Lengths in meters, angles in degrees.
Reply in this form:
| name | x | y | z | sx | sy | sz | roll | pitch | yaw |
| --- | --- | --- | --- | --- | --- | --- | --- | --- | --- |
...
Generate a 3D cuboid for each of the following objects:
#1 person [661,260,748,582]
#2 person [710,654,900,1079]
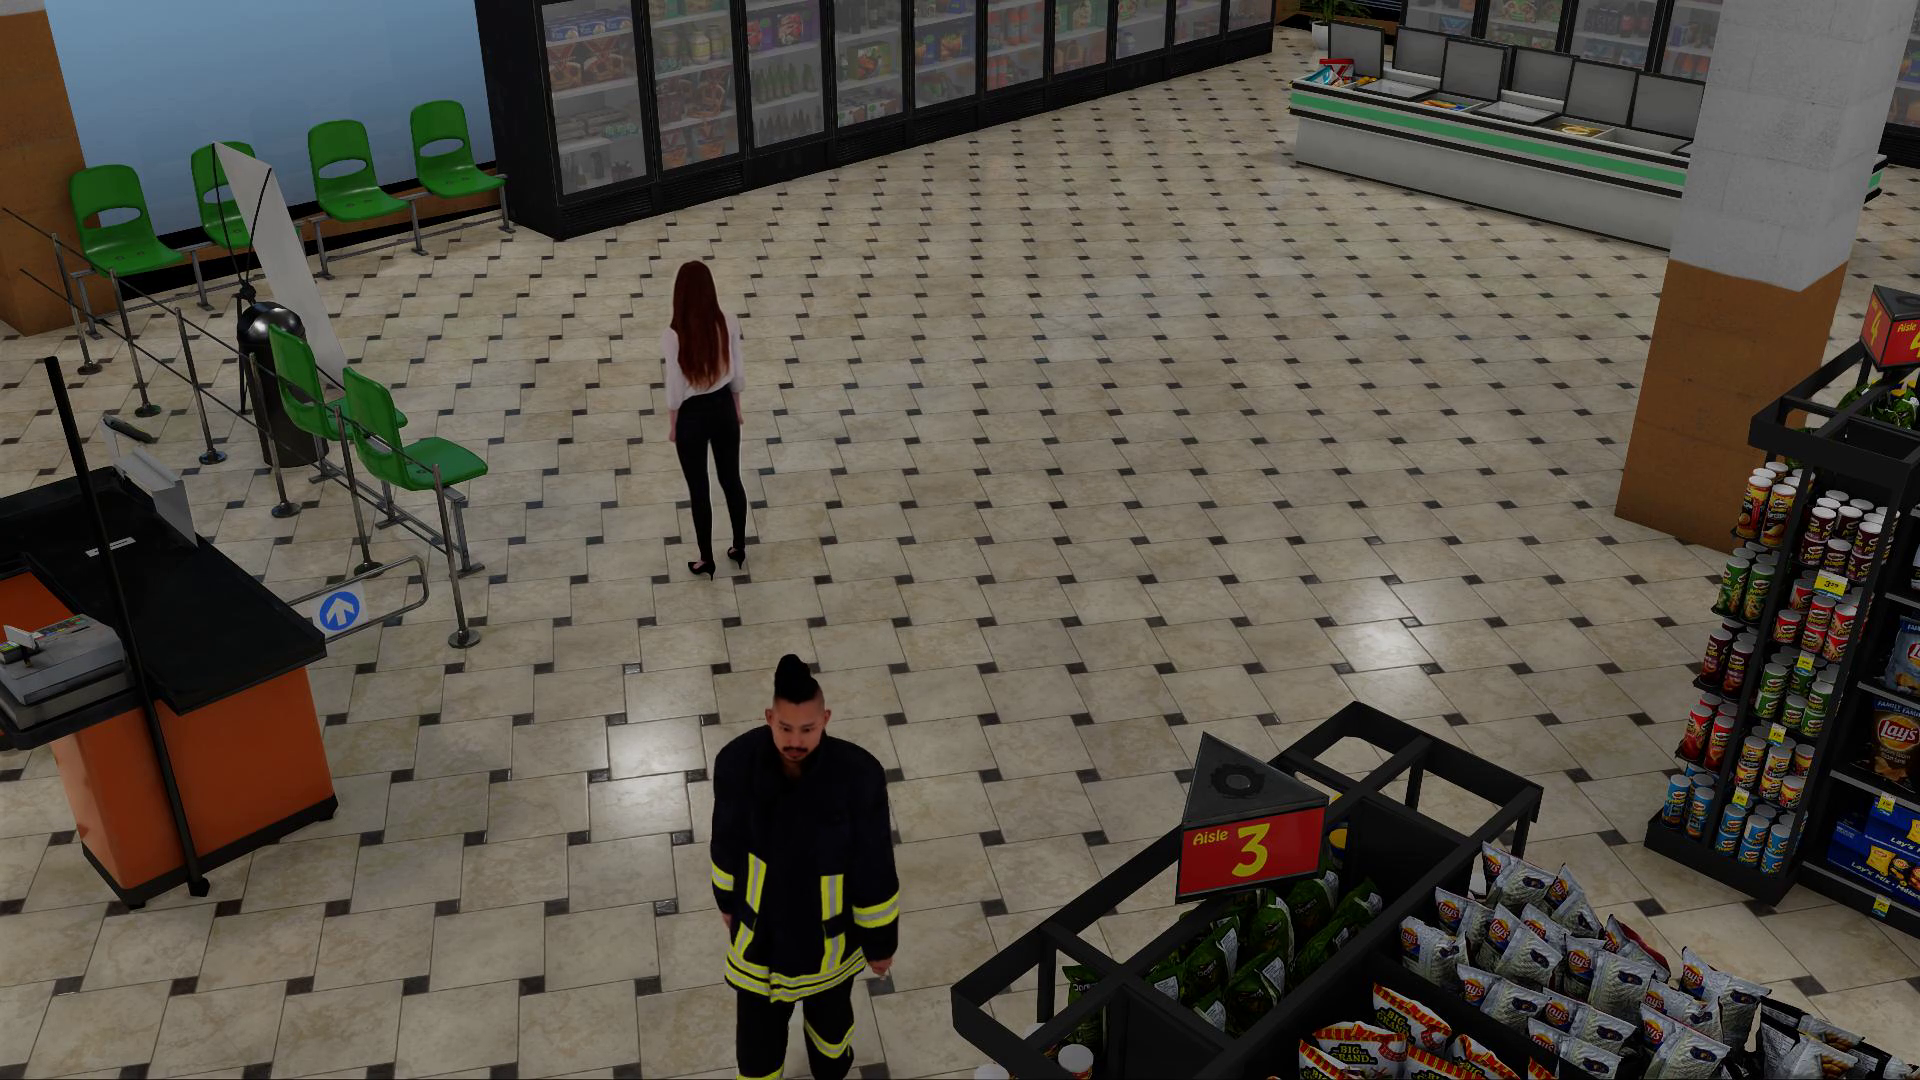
| name | x | y | z | sx | sy | sz | roll | pitch | yaw |
| --- | --- | --- | --- | --- | --- | --- | --- | --- | --- |
| person | -1.332 | -0.614 | 8.730 | 0.630 | 1.759 | 0.545 | -19 | 34 | -31 |
| person | -0.505 | 1.133 | 5.433 | 1.020 | 1.853 | 1.079 | 3 | 29 | 5 |
